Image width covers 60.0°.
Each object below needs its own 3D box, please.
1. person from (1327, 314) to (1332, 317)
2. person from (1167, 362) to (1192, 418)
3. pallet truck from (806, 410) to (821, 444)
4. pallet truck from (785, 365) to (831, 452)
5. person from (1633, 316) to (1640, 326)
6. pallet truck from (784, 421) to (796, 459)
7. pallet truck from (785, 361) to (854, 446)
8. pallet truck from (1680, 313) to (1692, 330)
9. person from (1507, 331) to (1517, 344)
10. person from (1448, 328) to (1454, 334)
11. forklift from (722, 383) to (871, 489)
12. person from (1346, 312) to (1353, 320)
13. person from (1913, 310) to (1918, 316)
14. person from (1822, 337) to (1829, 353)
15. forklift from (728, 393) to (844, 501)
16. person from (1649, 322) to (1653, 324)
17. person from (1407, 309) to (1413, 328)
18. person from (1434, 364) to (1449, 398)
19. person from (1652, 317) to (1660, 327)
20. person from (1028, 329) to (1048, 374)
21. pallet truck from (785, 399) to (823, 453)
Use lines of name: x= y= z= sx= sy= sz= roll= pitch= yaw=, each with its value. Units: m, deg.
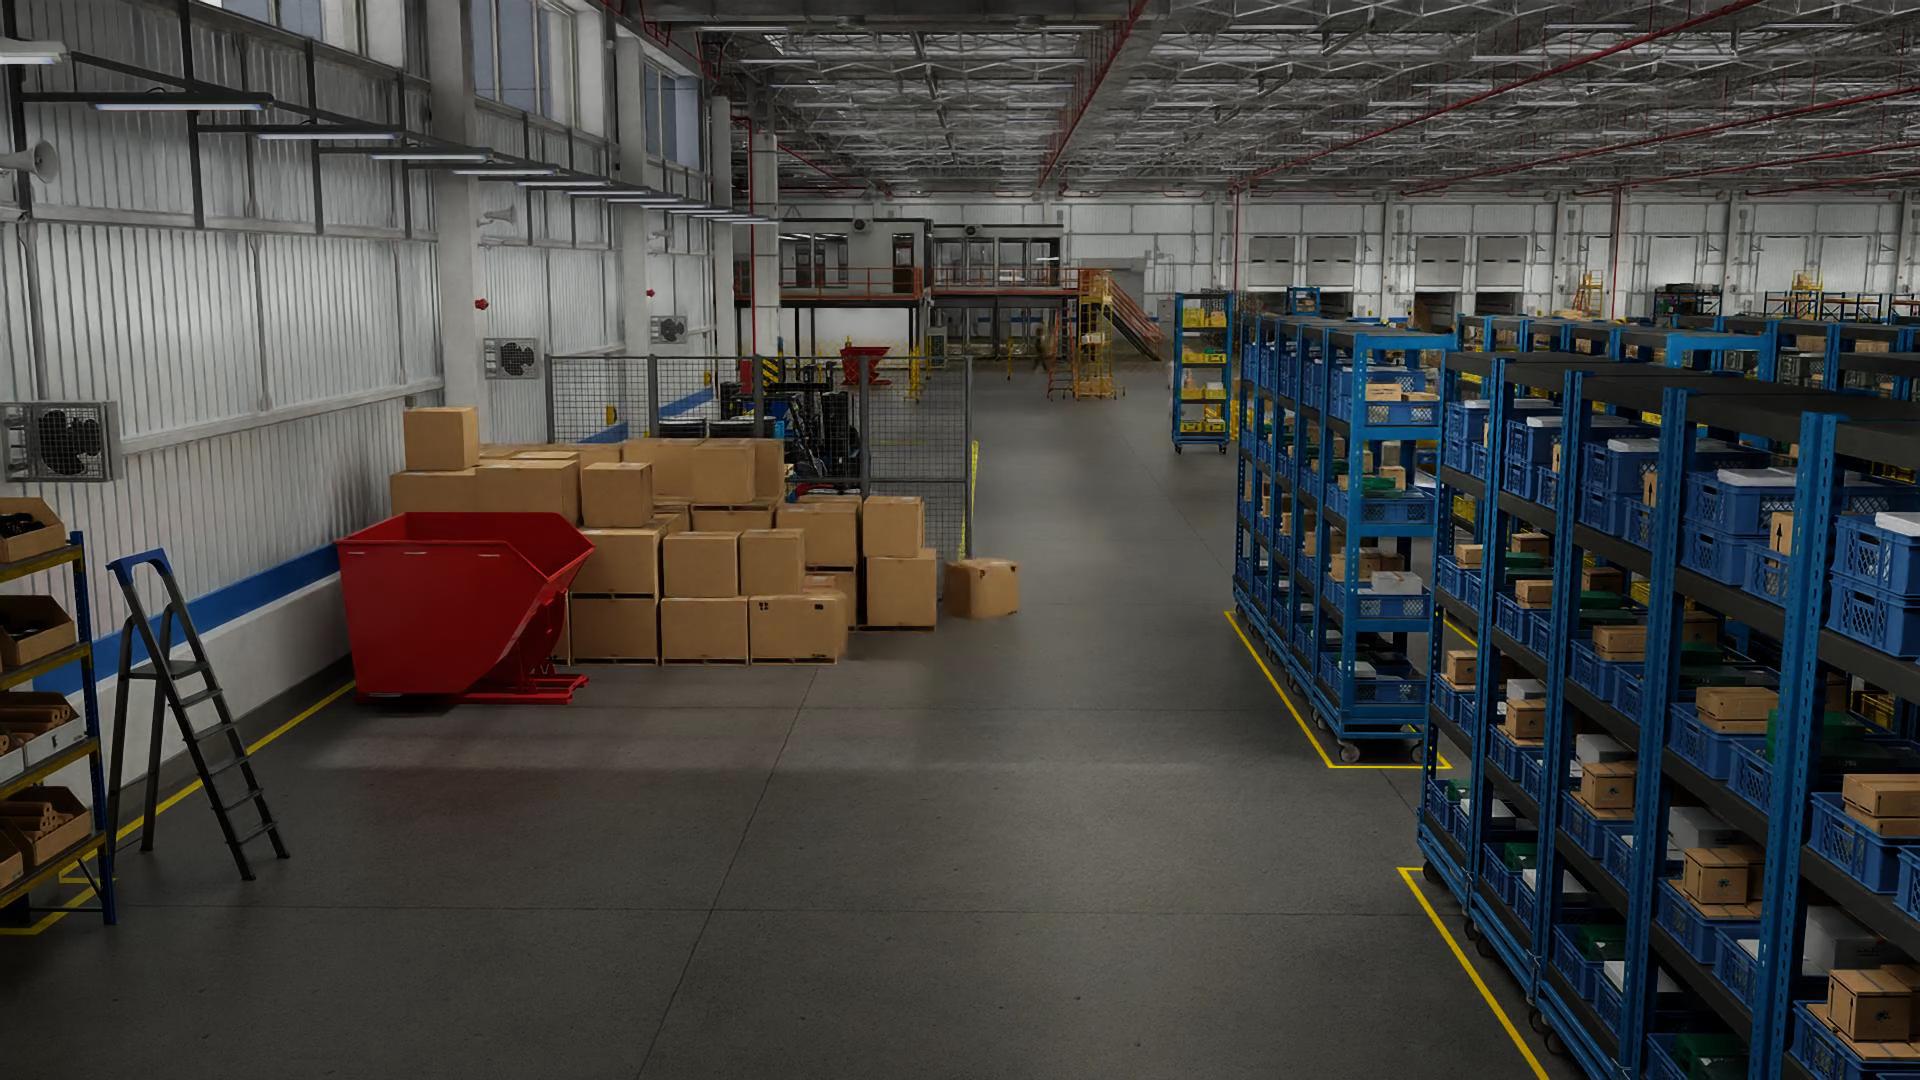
person: x=19.479 y=-11.013 z=87.709 sx=0.429 sy=1.843 sz=0.637 roll=4 pitch=10 yaw=21
person: x=6.150 y=-4.310 z=46.337 sx=0.671 sy=1.850 sz=0.965 roll=7 pitch=12 yaw=38
pallet truck: x=-3.559 y=-2.018 z=33.905 sx=1.522 sy=1.261 sz=0.704 roll=0 pitch=9 yaw=-1
pallet truck: x=-3.774 y=-2.976 z=37.635 sx=1.885 sy=1.965 sz=0.823 roll=1 pitch=9 yaw=5
person: x=32.373 y=-9.780 z=79.879 sx=0.825 sy=1.916 sz=0.638 roll=1 pitch=9 yaw=7
pallet truck: x=-4.013 y=-1.793 z=32.705 sx=1.601 sy=1.201 sz=0.680 roll=0 pitch=9 yaw=1
pallet truck: x=-3.410 y=-3.193 z=38.978 sx=1.885 sy=1.965 sz=0.823 roll=0 pitch=9 yaw=-1
pallet truck: x=36.315 y=-10.531 z=84.244 sx=0.823 sy=1.965 sz=1.885 roll=-6 pitch=11 yaw=-33
person: x=27.083 y=-10.052 z=81.757 sx=0.942 sy=1.839 sz=0.611 roll=-1 pitch=9 yaw=-9
person: x=18.729 y=-7.131 z=63.558 sx=0.590 sy=1.897 sz=0.617 roll=1 pitch=9 yaw=8
forklift: x=-2.893 y=-1.687 z=28.729 sx=2.680 sy=1.987 sz=1.157 roll=0 pitch=9 yaw=-1
person: x=21.690 y=-11.788 z=92.516 sx=0.443 sy=1.829 sz=0.640 roll=7 pitch=11 yaw=36
person: x=52.667 y=-11.724 z=91.794 sx=0.373 sy=1.933 sz=0.550 roll=-3 pitch=10 yaw=-19
person: x=32.331 y=-6.829 z=62.199 sx=0.791 sy=1.742 sz=0.528 roll=2 pitch=9 yaw=9
forklift: x=-2.979 y=-1.316 z=26.476 sx=2.680 sy=1.987 sz=1.157 roll=0 pitch=9 yaw=1
person: x=29.896 y=-8.490 z=72.078 sx=0.610 sy=1.863 sz=1.022 roll=-1 pitch=9 yaw=-9
person: x=25.591 y=-12.173 z=94.621 sx=0.394 sy=1.920 sz=0.584 roll=5 pitch=11 yaw=29
person: x=11.169 y=-3.123 z=38.561 sx=0.567 sy=2.000 sz=0.670 roll=9 pitch=13 yaw=43
person: x=33.541 y=-9.843 z=80.396 sx=0.534 sy=1.868 sz=0.309 roll=7 pitch=11 yaw=36
person: x=3.106 y=-7.508 z=66.205 sx=1.010 sy=1.789 sz=0.525 roll=-5 pitch=10 yaw=-28
pallet truck: x=-3.814 y=-2.432 z=36.419 sx=1.630 sy=1.274 sz=0.653 roll=0 pitch=9 yaw=1
